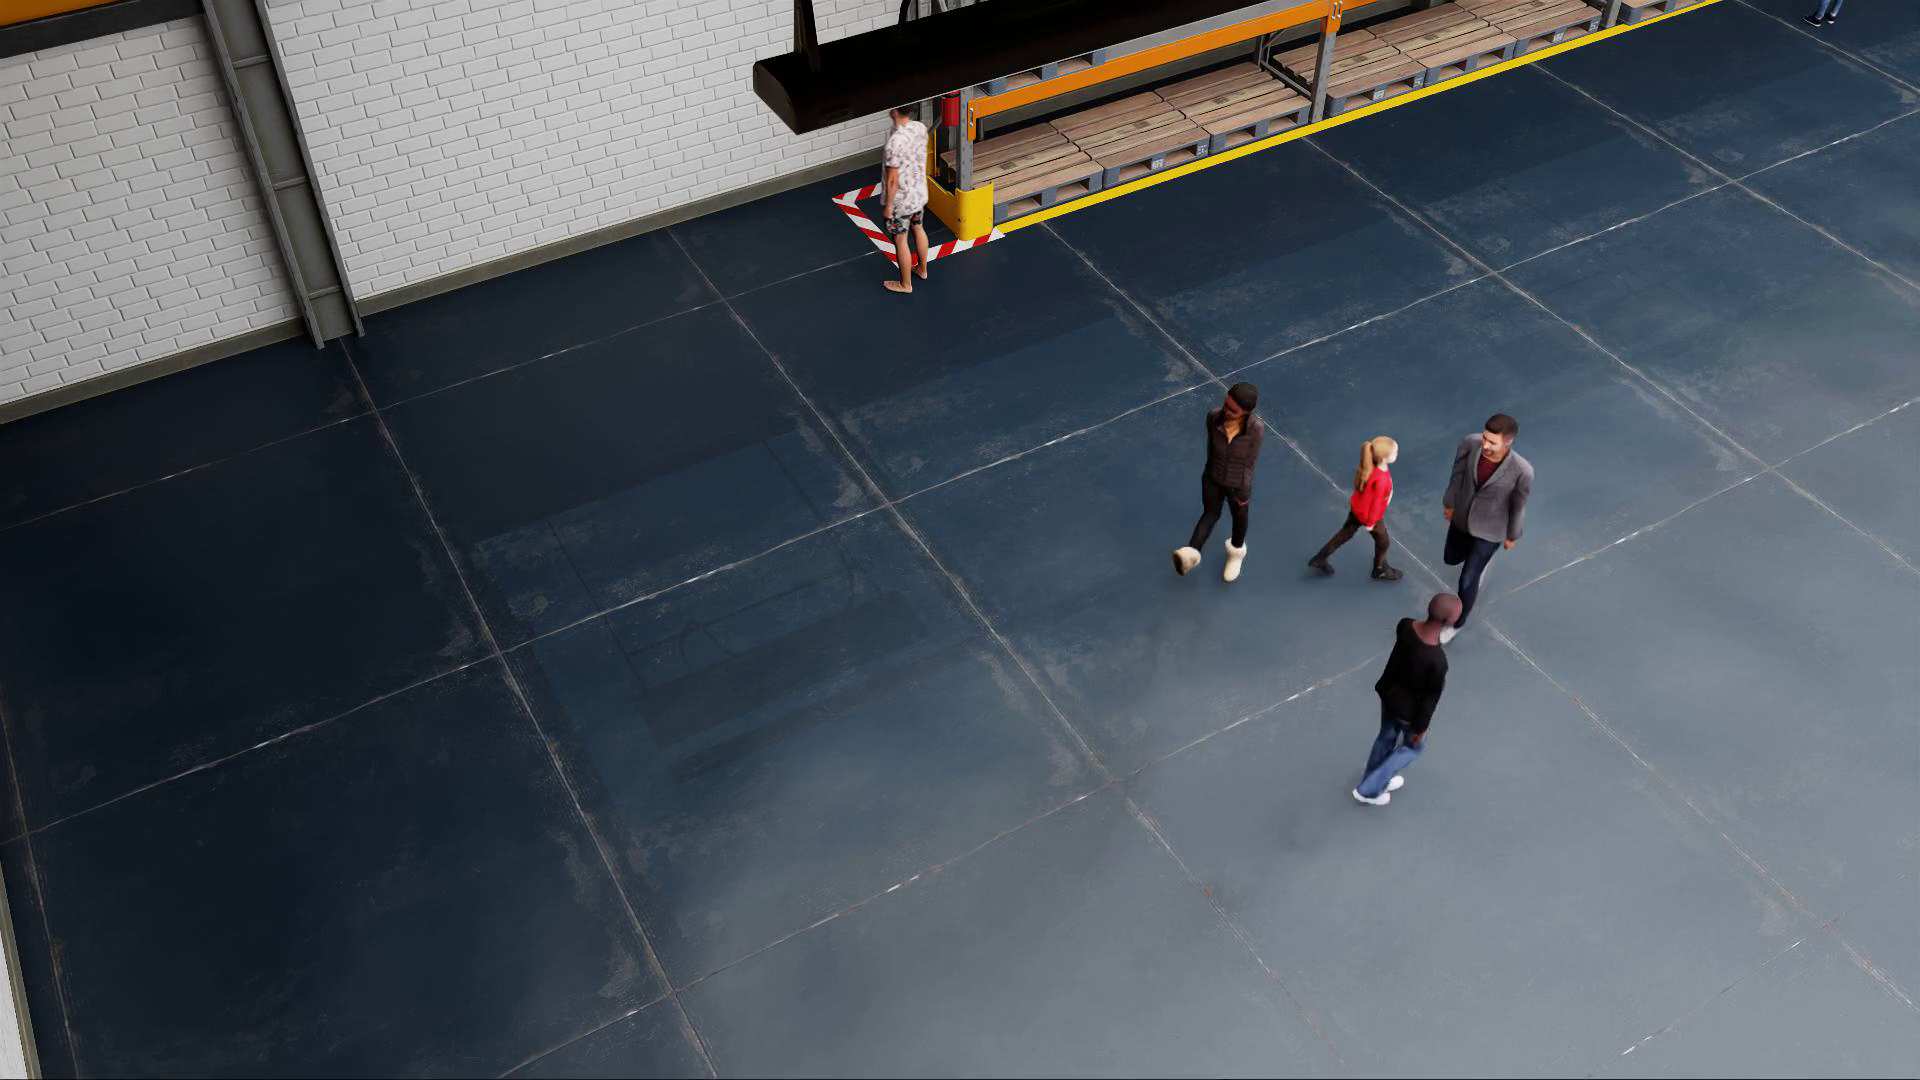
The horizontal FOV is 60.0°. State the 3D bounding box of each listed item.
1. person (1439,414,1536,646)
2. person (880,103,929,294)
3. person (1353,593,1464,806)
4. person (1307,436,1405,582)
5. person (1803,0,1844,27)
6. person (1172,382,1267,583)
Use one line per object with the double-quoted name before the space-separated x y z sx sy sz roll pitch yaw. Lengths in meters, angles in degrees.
"person" 3.447 -0.148 10.895 0.839 1.840 1.113 34 53 30
"person" -0.451 -2.888 13.791 0.808 1.814 0.655 26 49 24
"person" 2.545 0.984 9.785 0.680 1.734 0.618 -20 47 -20
"person" 2.729 -0.203 11.373 0.964 1.262 0.743 -3 44 -4
"person" 9.287 -6.039 17.503 0.496 1.256 0.614 -10 45 -11
"person" 1.794 -0.319 11.206 0.835 1.659 0.963 -26 50 -25
